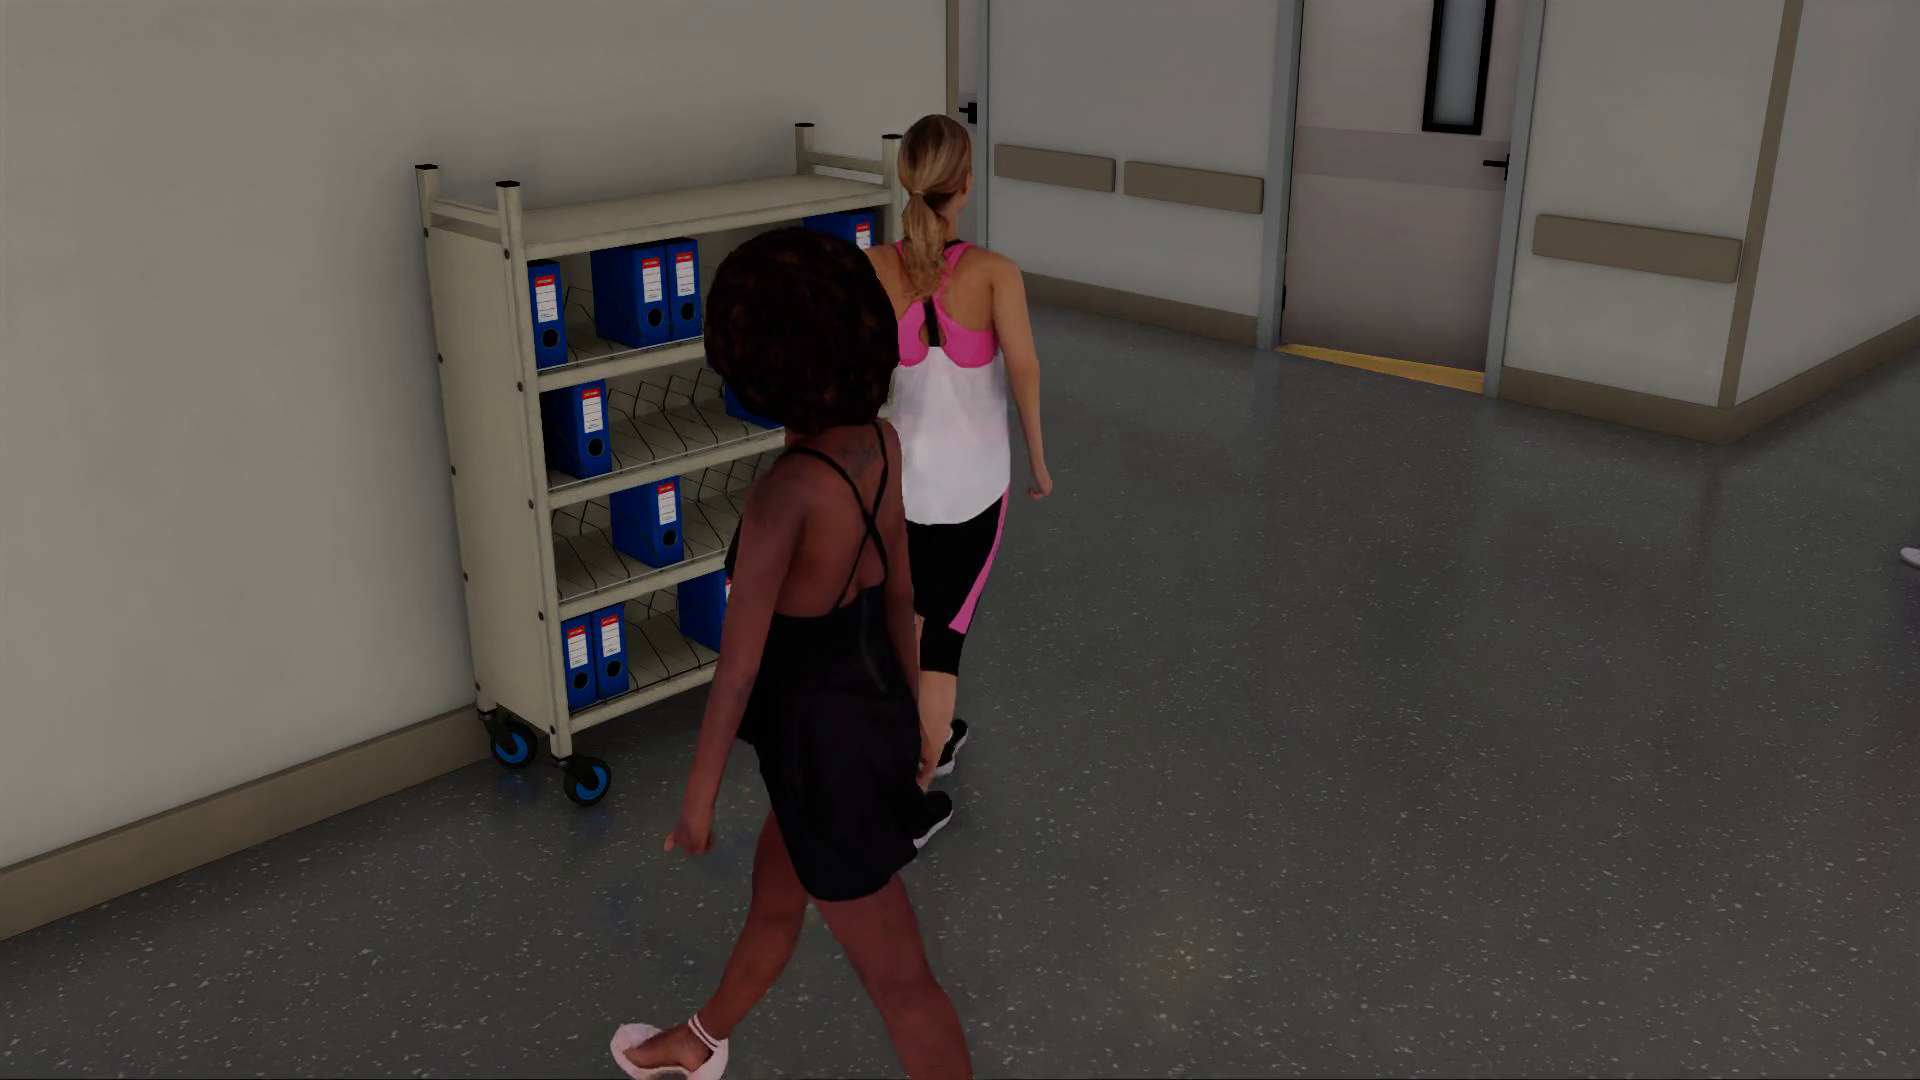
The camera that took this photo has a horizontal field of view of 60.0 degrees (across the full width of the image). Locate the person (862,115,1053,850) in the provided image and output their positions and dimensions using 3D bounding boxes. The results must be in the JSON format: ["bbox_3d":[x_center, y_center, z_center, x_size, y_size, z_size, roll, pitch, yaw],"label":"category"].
[{"bbox_3d":[-0.073,-0.074,3.956,0.805,1.764,0.943,8,22,21],"label":"person"}]

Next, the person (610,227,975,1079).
[{"bbox_3d":[-0.122,0.415,2.694,0.941,1.743,1.105,8,22,21],"label":"person"}]
